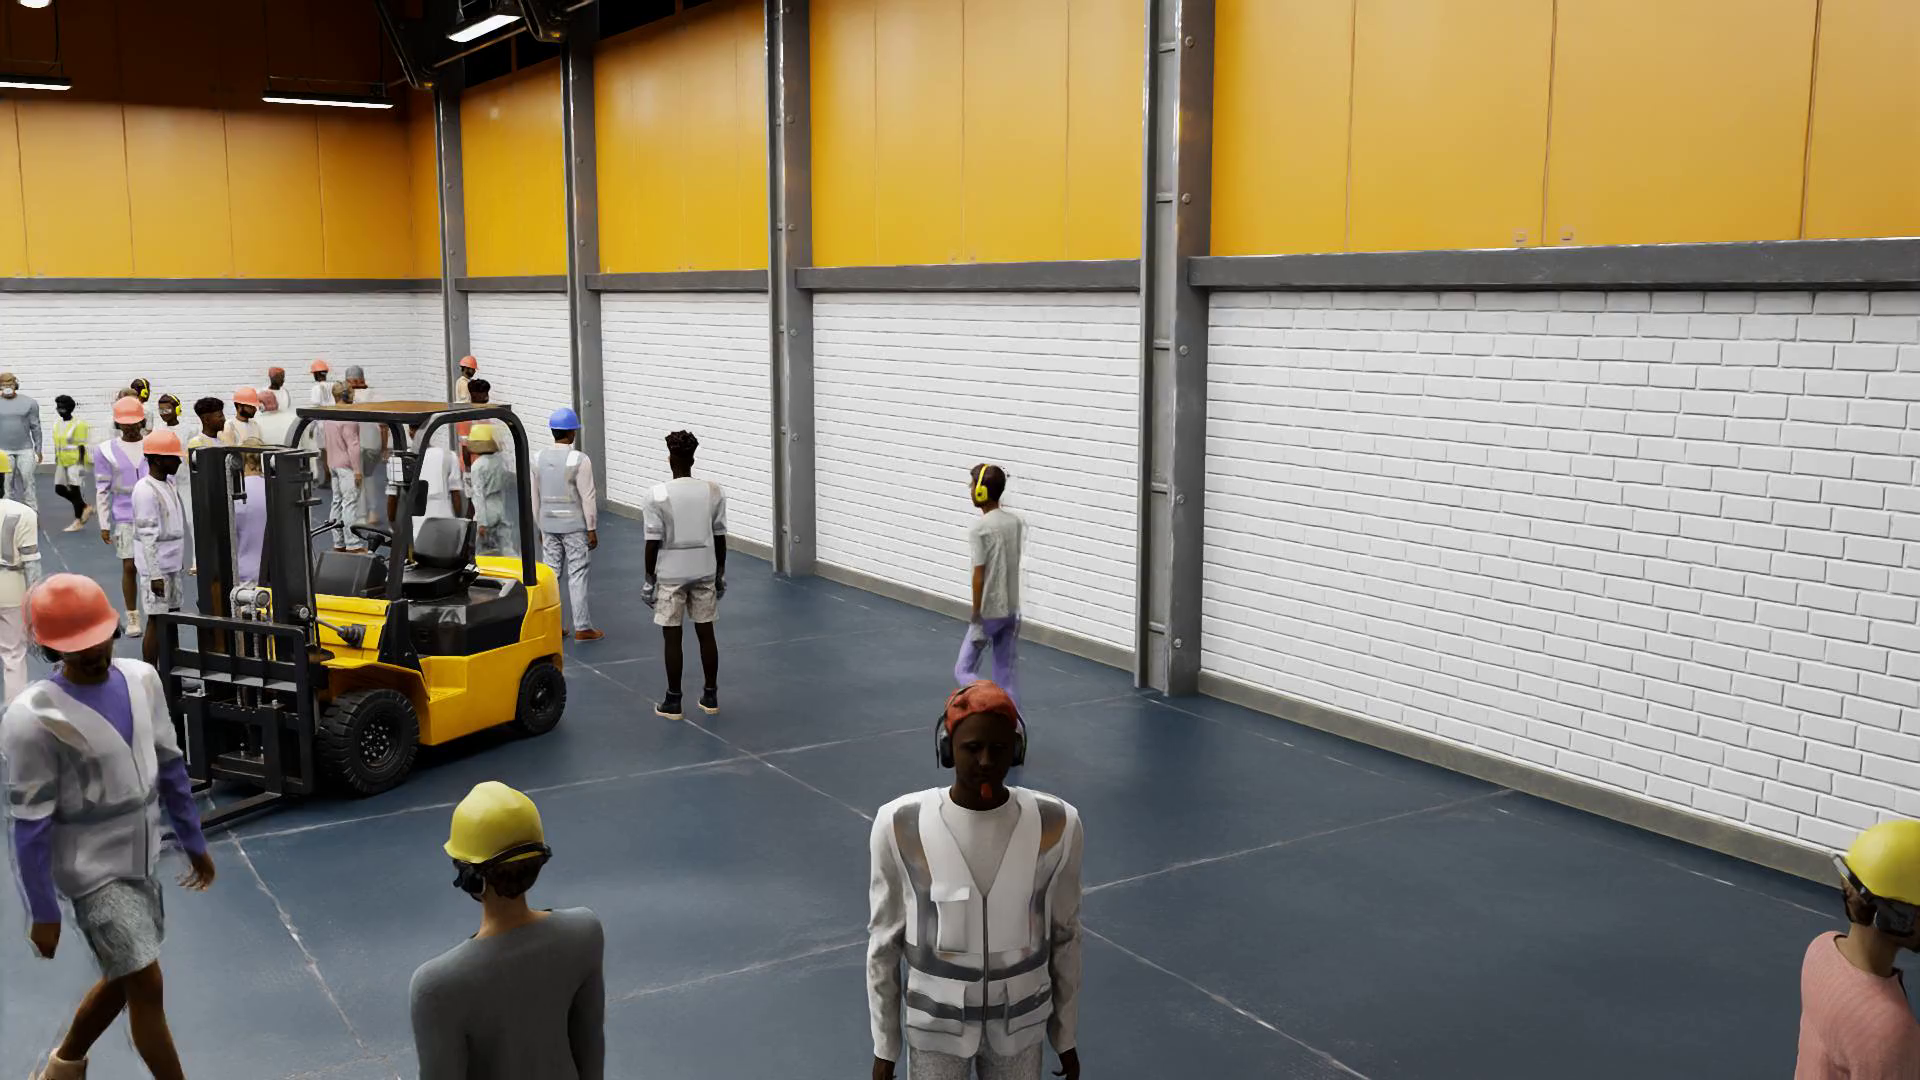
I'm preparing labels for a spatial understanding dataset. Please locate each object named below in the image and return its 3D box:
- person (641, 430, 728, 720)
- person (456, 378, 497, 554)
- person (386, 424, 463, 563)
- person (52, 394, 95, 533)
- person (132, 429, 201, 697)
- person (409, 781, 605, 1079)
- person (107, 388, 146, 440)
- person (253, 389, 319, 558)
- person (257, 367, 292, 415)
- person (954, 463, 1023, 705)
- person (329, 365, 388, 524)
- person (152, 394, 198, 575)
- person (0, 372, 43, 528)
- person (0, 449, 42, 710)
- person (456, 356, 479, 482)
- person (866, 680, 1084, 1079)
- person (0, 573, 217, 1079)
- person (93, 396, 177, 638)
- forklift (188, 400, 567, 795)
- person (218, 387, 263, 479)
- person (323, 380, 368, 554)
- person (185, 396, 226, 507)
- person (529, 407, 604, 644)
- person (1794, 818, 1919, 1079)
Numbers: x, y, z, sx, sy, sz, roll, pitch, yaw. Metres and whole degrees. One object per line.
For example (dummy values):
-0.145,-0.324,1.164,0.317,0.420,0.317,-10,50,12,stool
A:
-1.869,0.232,11.287,0.615,1.964,0.361,-5,10,-31,person
-5.323,-0.812,18.387,0.389,1.952,0.613,1,9,8,person
-4.560,-0.166,14.197,0.615,1.906,1.059,-5,10,-31,person
-10.701,-0.930,20.094,0.540,1.677,0.424,4,9,23,person
-5.621,0.180,11.783,0.387,1.928,0.549,-1,9,-8,person
-1.047,1.430,3.892,0.308,1.769,0.524,6,11,37,person
-9.225,-0.798,18.705,0.754,1.818,0.528,1,9,9,person
-7.135,-0.653,17.556,0.701,1.877,0.544,-5,10,-31,person
-9.450,-1.463,23.061,0.628,1.857,0.621,5,10,32,person
0.201,0.463,10.130,0.417,1.851,0.502,8,11,43,person
-7.430,-1.161,20.429,0.687,2.000,0.691,-8,12,-43,person
-8.005,-0.564,17.022,0.510,1.861,0.324,1,8,4,person
-11.534,-1.082,20.282,0.636,1.931,0.377,-5,10,-31,person
-6.132,0.364,10.582,0.581,1.919,0.399,-1,9,-7,person
-7.494,-1.840,25.383,0.373,1.928,0.543,-3,9,-21,person
0.043,1.298,4.382,0.575,1.884,0.355,-1,9,-9,person
-2.780,1.075,5.515,0.824,2.004,0.637,1,9,10,person
-6.884,-0.191,13.942,0.613,2.031,0.403,-5,10,-31,person
-3.529,0.258,10.348,1.214,2.155,2.313,4,9,25,forklift
-7.343,-0.613,17.134,0.393,1.925,0.555,3,9,18,person
-6.704,-0.774,18.166,0.630,1.940,0.372,8,12,43,person
-6.680,-0.306,14.914,0.367,1.967,0.607,-1,8,-6,person
-3.240,-0.113,13.679,0.601,1.948,0.386,3,9,22,person
1.993,1.466,3.686,0.345,1.758,0.532,2,9,13,person
